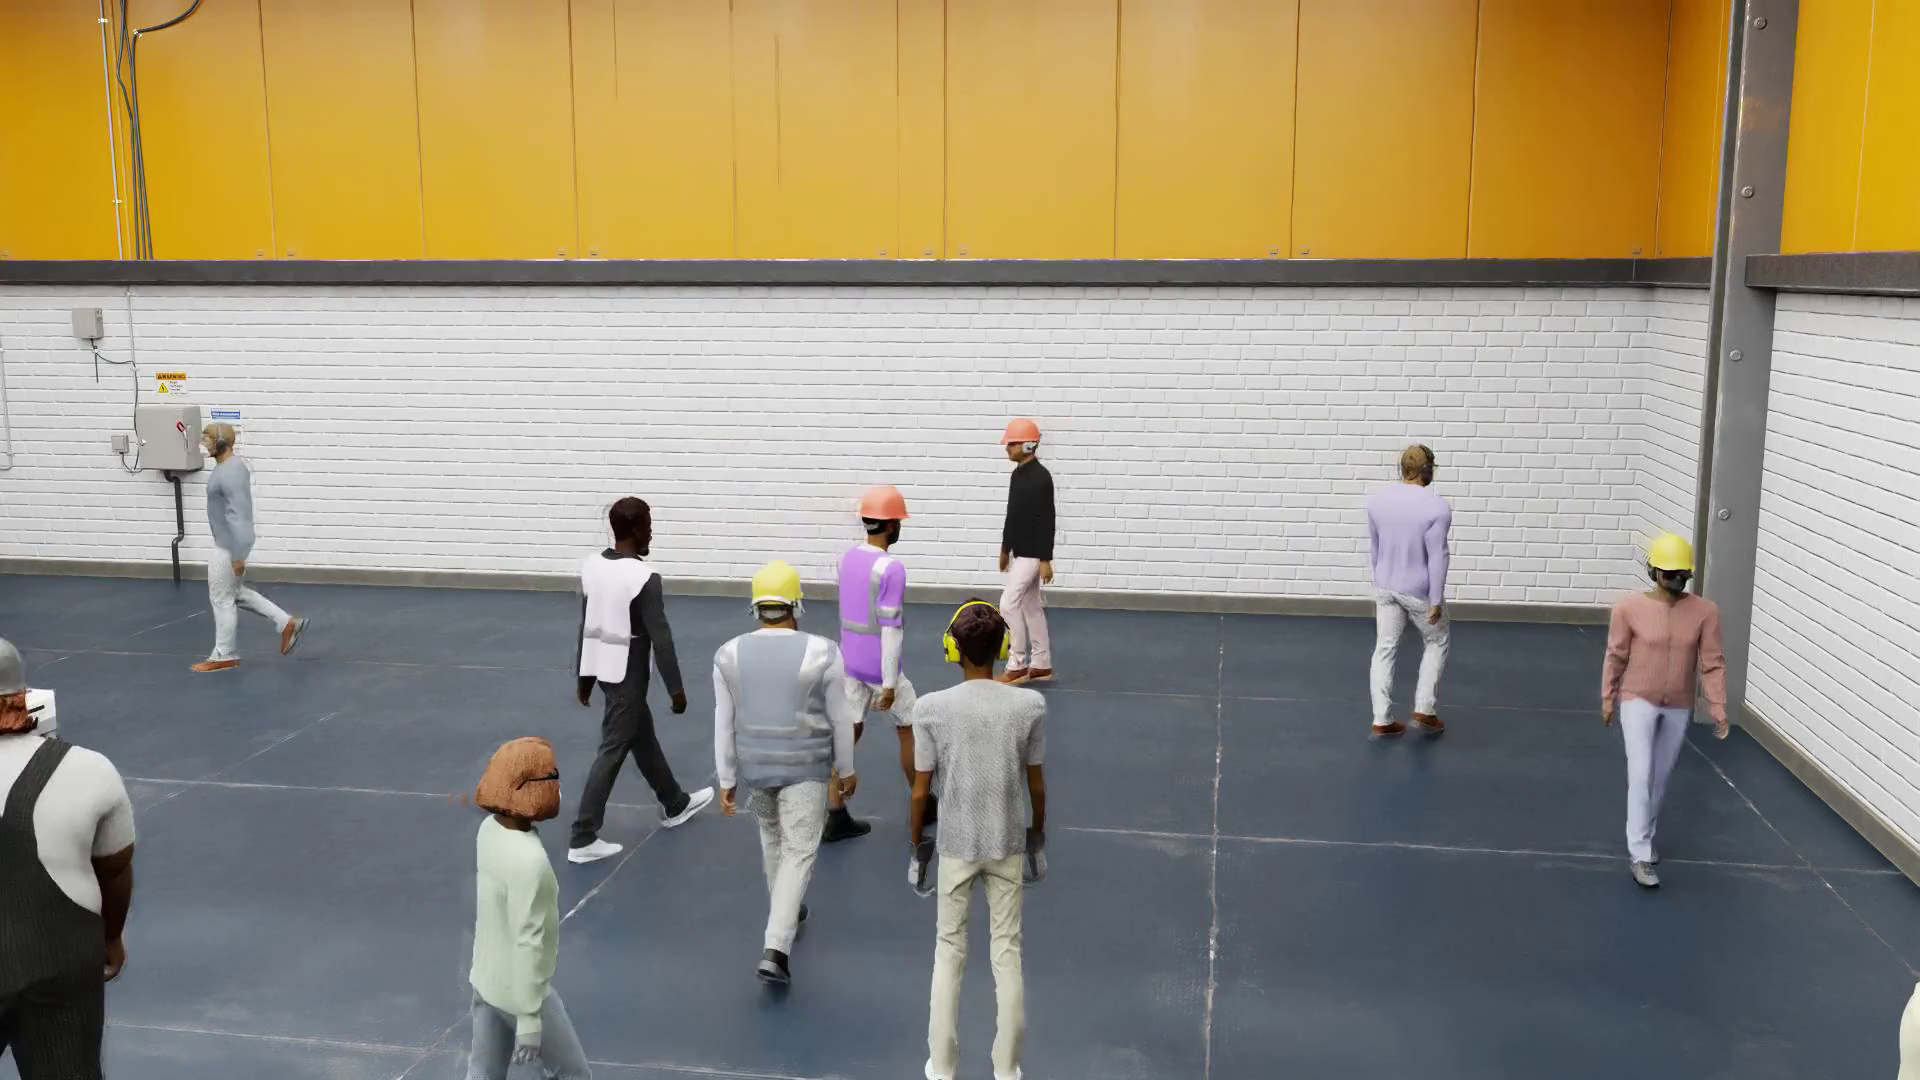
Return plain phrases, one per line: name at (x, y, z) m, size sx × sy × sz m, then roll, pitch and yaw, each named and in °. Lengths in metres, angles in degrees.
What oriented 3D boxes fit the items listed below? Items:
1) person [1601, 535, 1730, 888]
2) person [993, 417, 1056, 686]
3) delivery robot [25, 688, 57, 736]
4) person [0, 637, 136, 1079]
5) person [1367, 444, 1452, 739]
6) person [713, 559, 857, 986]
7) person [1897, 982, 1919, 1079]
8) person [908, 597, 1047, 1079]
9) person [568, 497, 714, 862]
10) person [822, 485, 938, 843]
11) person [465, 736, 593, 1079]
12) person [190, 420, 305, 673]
person at (3.509, 0.840, 8.259) m, size 0.539 × 1.735 × 0.817 m, roll 0°, pitch 9°, yaw 2°
person at (0.399, 0.094, 12.115) m, size 0.681 × 1.968 × 0.647 m, roll -2°, pitch 10°, yaw -14°
delivery robot at (-5.852, 1.084, 10.092) m, size 0.477 × 0.478 × 0.707 m, roll 2°, pitch 9°, yaw 11°
person at (-2.844, 1.224, 4.948) m, size 0.727 × 2.000 × 0.992 m, roll -7°, pitch 12°, yaw -37°
person at (2.925, 0.335, 10.793) m, size 0.642 × 1.918 × 0.627 m, roll -9°, pitch 13°, yaw -44°
person at (-0.775, 0.981, 7.213) m, size 0.588 × 1.795 × 0.893 m, roll 2°, pitch 10°, yaw 15°
person at (2.358, 1.535, 3.667) m, size 0.595 × 1.832 × 0.404 m, roll 4°, pitch 10°, yaw 23°
person at (0.066, 1.130, 6.074) m, size 0.518 × 1.869 × 0.367 m, roll -1°, pitch 9°, yaw -4°
person at (-1.699, 0.699, 8.732) m, size 1.019 × 1.861 × 0.620 m, roll -9°, pitch 13°, yaw -43°
person at (-0.381, 0.649, 8.934) m, size 0.911 × 1.898 × 0.559 m, roll -9°, pitch 13°, yaw -42°
person at (-1.292, 1.398, 5.234) m, size 0.825 × 1.595 × 0.535 m, roll -6°, pitch 11°, yaw -32°
person at (-5.460, 0.043, 12.604) m, size 0.740 × 1.923 × 0.639 m, roll -4°, pitch 10°, yaw -21°
